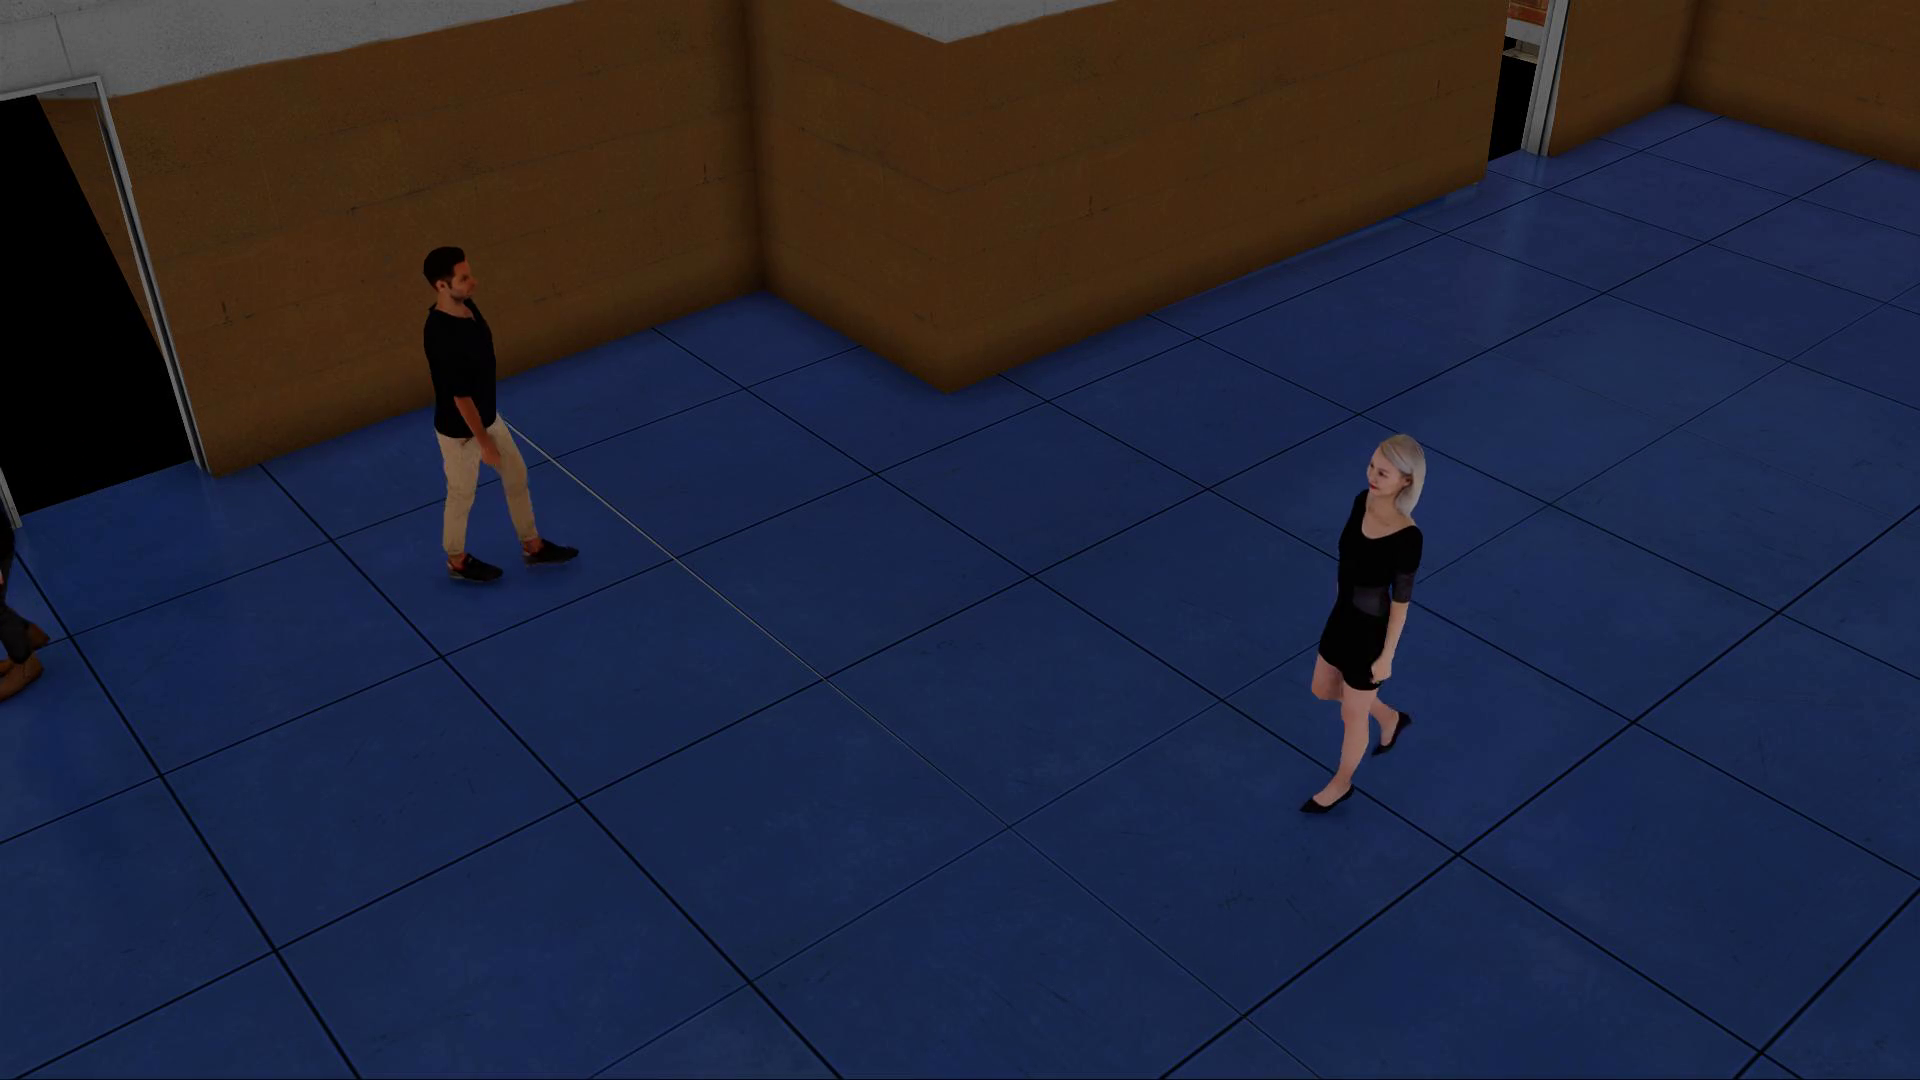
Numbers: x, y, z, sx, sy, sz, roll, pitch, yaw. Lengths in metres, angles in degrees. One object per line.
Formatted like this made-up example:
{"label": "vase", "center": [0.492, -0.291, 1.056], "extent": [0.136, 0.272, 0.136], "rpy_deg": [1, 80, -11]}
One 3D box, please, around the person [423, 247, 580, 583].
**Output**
{"label": "person", "center": [-2.491, -0.570, 8.112], "extent": [1.028, 1.834, 0.981], "rpy_deg": [0, 34, 0]}

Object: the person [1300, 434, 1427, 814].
{"label": "person", "center": [1.720, 0.358, 6.750], "extent": [0.778, 1.822, 0.816], "rpy_deg": [-13, 36, -19]}
